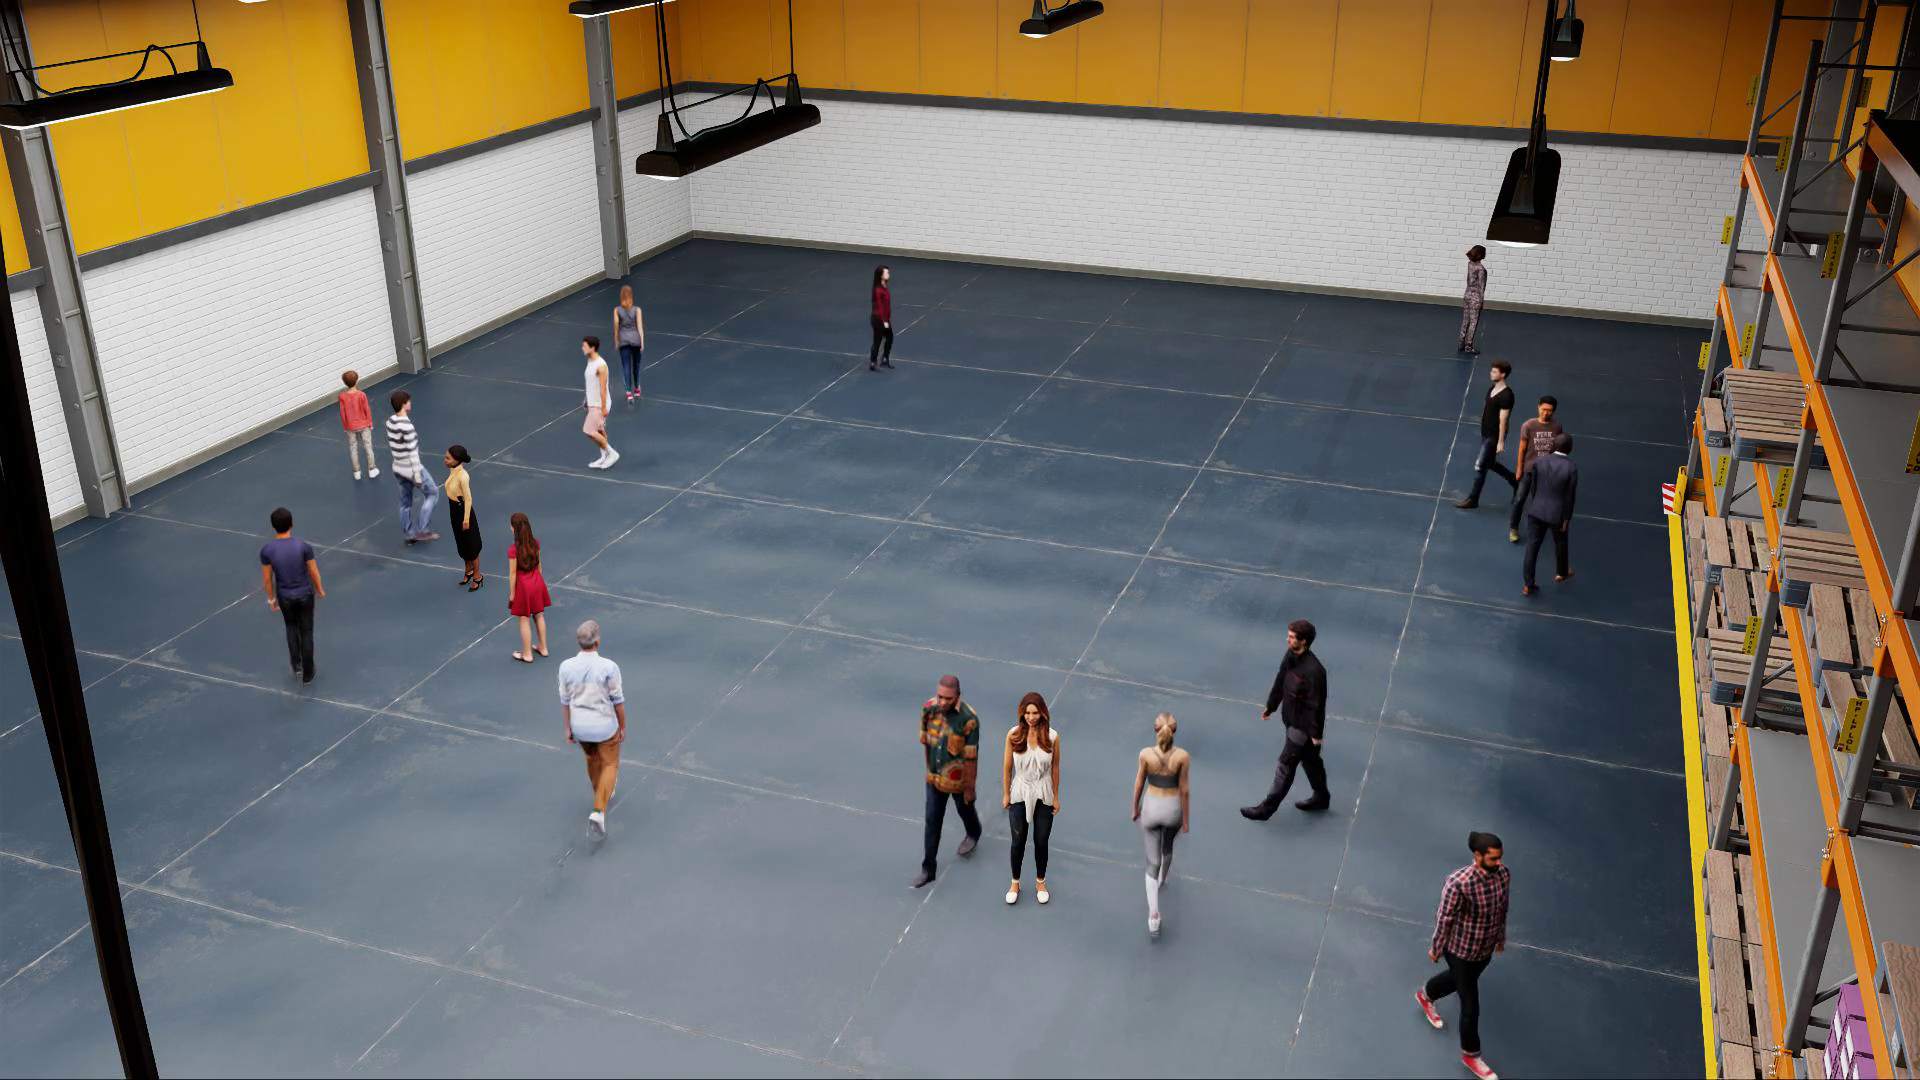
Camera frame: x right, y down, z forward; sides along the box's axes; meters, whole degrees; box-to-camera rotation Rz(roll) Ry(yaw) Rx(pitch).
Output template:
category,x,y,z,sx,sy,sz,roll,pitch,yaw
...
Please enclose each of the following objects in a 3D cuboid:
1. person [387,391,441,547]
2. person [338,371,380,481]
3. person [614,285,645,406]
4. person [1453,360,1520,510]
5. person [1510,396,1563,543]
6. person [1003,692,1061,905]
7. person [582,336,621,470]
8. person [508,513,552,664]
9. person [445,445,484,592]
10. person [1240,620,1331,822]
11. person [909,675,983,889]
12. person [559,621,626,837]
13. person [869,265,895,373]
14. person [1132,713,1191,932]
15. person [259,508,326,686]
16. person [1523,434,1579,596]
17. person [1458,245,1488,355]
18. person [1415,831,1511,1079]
category,x,y,z,sx,sy,sz,roll,pitch,yaw
person,-6.387,-0.781,19.024,0.778,1.838,0.780,20,30,38
person,-7.654,-1.465,21.116,0.588,1.417,0.613,-5,24,-12
person,-4.704,-2.737,23.690,0.935,1.686,1.224,-4,24,-8
person,6.515,-1.247,20.050,1.003,1.872,1.172,0,24,-1
person,6.652,-0.839,19.232,0.701,1.778,0.672,0,24,-1
person,0.550,1.973,12.792,0.652,1.785,0.627,1,24,2
person,-4.565,-1.767,21.356,0.856,1.778,0.794,-10,25,-21
person,-4.299,0.462,16.539,0.690,1.551,0.621,17,29,33
person,-5.391,-0.248,18.037,0.687,1.653,0.656,-17,29,-34
person,2.943,1.507,13.837,1.080,1.801,1.139,-4,24,-8
person,-0.026,1.828,13.160,0.784,1.755,1.220,13,27,27
person,-3.025,1.562,13.708,0.847,1.804,1.138,3,24,6
person,-1.291,-3.323,25.086,0.678,1.642,0.567,5,24,12
person,1.517,2.149,12.548,0.788,1.658,1.182,3,24,7
person,-6.401,0.581,15.991,0.770,1.774,0.802,-5,24,-11
person,6.290,-0.250,17.861,0.917,1.799,1.111,19,30,36
person,8.035,-3.774,26.027,0.741,1.714,0.658,-5,24,-12
person,3.387,2.683,11.223,1.162,1.741,1.172,-14,27,-28
